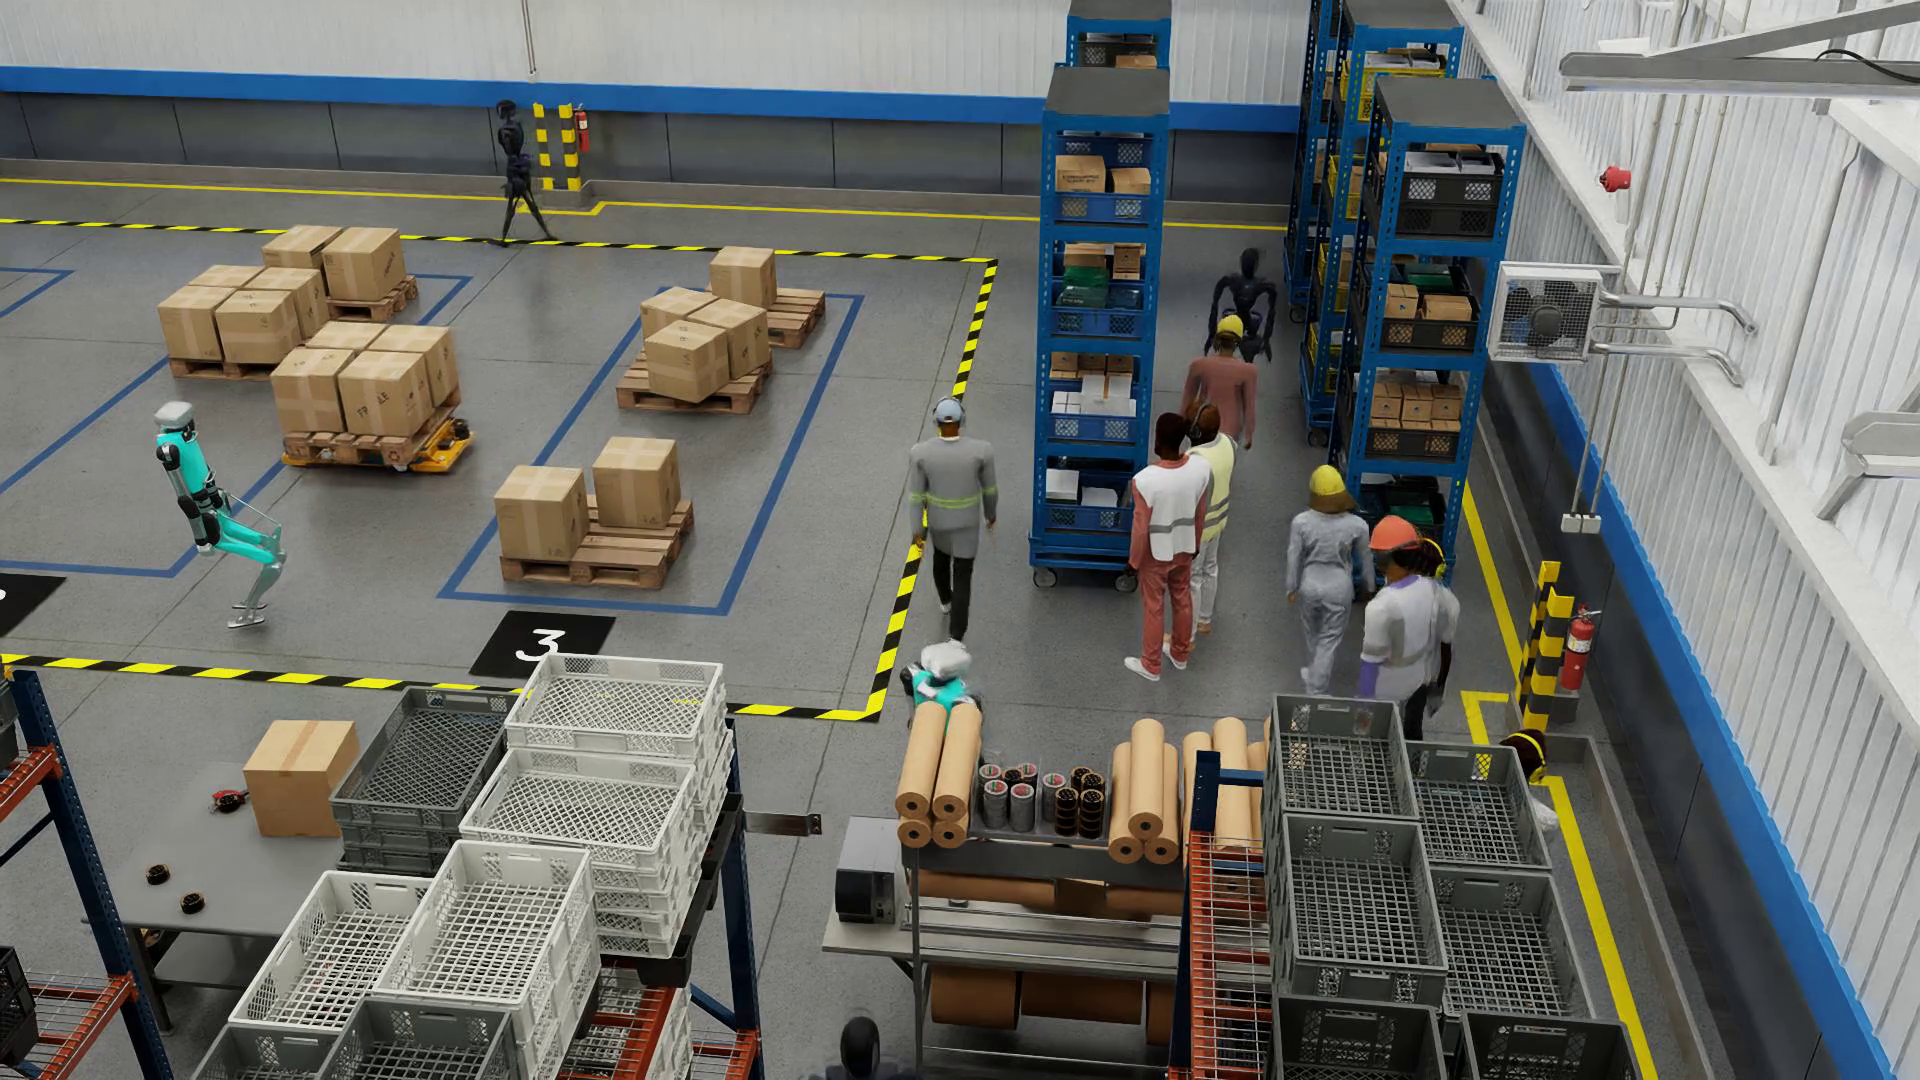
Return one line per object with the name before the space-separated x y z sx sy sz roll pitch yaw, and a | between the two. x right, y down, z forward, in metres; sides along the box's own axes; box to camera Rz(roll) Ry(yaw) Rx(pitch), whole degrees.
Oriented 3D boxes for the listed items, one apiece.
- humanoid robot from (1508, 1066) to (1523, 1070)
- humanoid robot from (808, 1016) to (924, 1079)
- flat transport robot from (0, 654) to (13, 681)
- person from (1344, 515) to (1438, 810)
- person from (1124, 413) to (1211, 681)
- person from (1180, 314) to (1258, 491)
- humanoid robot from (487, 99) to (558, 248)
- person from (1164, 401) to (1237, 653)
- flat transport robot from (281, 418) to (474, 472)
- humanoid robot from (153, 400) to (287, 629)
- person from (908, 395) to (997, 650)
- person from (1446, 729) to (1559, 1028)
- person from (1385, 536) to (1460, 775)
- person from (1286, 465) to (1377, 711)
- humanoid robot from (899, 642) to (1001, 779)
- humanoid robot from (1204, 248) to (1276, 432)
humanoid robot | 2.254 2.540 6.910 0.589 1.636 0.489 -5 31 -8
humanoid robot | -0.385 2.585 6.848 0.601 1.634 0.629 -3 30 -6
flat transport robot | -7.142 0.969 11.010 1.431 0.231 0.659 3 30 6
person | 2.468 0.809 9.561 0.650 1.999 0.580 -24 38 -35
person | 1.354 0.059 10.934 0.588 1.918 0.393 -16 34 -26
person | 1.966 -0.880 12.755 0.573 1.700 0.943 7 31 11
humanoid robot | -4.874 -4.008 18.189 0.752 1.627 0.584 -3 30 -4
person | 1.580 -0.094 11.271 0.430 1.845 0.620 19 35 30
flat transport robot | -4.932 -0.842 14.092 1.431 0.197 0.652 3 30 6
humanoid robot | -4.967 -0.179 11.388 0.735 1.677 0.533 -5 31 -8
person | -0.055 -0.127 11.359 0.590 1.813 0.918 4 30 6
person | 2.613 1.706 8.151 0.512 1.872 0.334 23 37 33
person | 2.604 0.789 9.744 0.342 1.863 0.517 -24 38 -35
person | 2.377 0.308 10.695 0.581 1.712 0.517 9 32 16
humanoid robot | 0.163 1.212 9.165 0.970 1.778 0.538 -25 39 -36
humanoid robot | 2.415 -1.769 14.348 0.592 1.613 0.757 4 30 6
